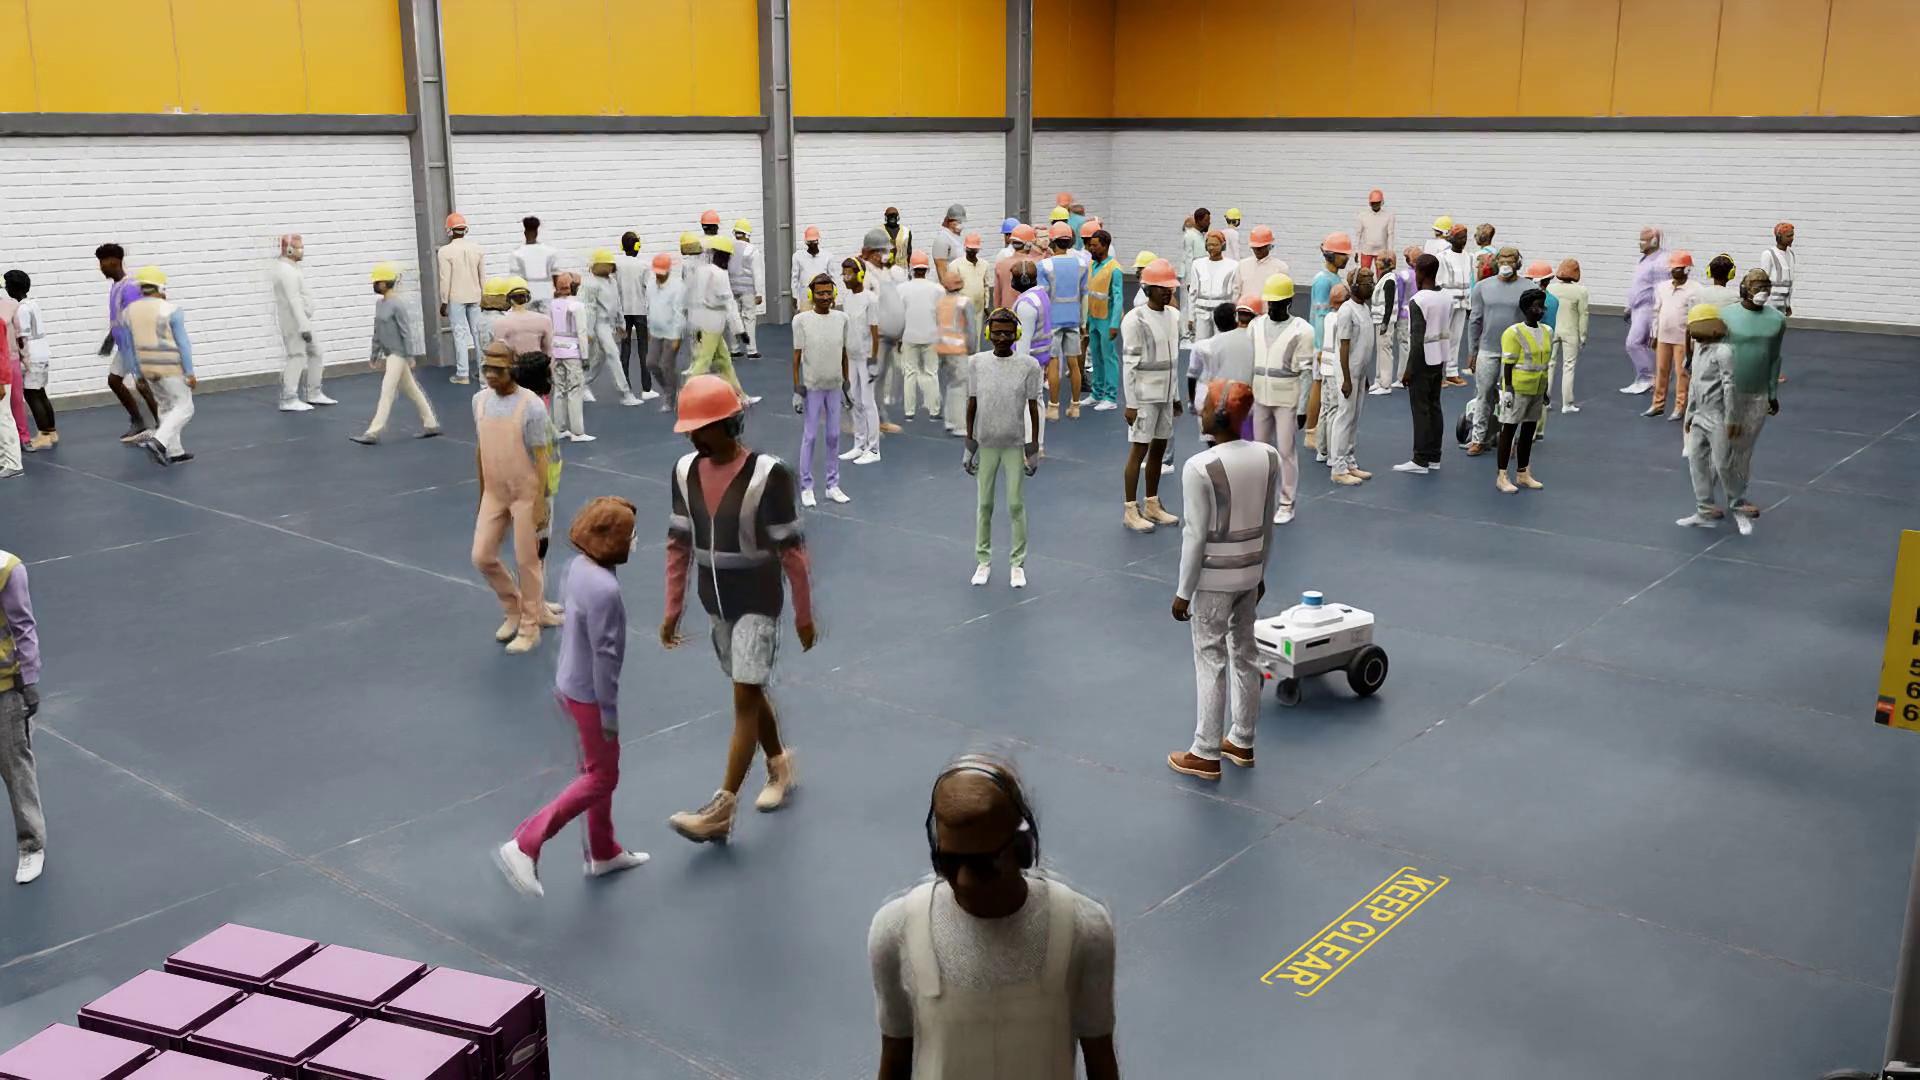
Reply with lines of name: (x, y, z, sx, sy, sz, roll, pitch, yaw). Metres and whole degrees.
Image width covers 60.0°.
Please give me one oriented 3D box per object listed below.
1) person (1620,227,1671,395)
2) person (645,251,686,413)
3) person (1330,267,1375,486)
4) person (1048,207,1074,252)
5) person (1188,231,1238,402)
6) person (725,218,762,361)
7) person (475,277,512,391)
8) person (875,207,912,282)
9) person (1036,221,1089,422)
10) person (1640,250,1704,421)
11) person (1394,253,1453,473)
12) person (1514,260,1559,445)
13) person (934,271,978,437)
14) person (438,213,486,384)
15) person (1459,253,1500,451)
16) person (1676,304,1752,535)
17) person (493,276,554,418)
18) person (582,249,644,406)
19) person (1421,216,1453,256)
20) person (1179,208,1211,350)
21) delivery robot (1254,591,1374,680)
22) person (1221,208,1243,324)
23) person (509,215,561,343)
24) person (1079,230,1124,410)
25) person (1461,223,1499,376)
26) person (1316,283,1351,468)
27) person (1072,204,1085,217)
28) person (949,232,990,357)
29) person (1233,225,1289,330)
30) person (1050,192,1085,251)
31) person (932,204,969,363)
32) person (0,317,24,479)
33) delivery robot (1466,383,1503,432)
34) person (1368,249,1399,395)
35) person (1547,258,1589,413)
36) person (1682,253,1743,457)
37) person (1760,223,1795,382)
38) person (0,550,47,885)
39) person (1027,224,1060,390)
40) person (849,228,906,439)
person: (7.716, -2.581, 18.788, 0.429, 1.894, 0.651, 1, 14, 5)
person: (-3.134, -2.192, 17.591, 0.579, 1.720, 0.383, 9, 17, 33)
person: (3.355, -1.393, 14.139, 0.345, 1.846, 0.507, 8, 16, 29)
person: (1.357, -3.525, 22.491, 0.366, 1.926, 0.593, 4, 14, 14)
person: (2.772, -2.435, 18.226, 0.580, 1.883, 0.352, 6, 15, 23)
person: (-2.813, -3.244, 21.580, 0.593, 1.825, 0.403, 8, 16, 29)
person: (-3.981, -1.401, 14.402, 0.483, 1.736, 0.342, 12, 19, 40)
person: (-0.988, -3.929, 24.279, 0.626, 1.844, 0.429, -4, 14, -14)
person: (1.023, -2.241, 17.124, 0.610, 2.043, 0.397, -6, 15, -22)
person: (7.375, -2.107, 17.174, 0.342, 1.751, 0.564, -8, 16, -30)
person: (4.099, -1.543, 14.590, 0.373, 1.915, 0.594, 13, 19, 42)
person: (5.475, -1.785, 15.887, 0.329, 1.750, 0.573, 11, 18, 37)
person: (-0.056, -1.837, 16.385, 0.462, 1.609, 0.542, -14, 19, -43)
person: (-5.882, -2.850, 19.655, 0.397, 1.992, 0.623, 11, 18, 38)
person: (4.953, -1.756, 15.585, 0.372, 1.843, 0.571, 9, 16, 31)
person: (5.721, -0.913, 12.513, 0.575, 1.698, 0.574, -1, 14, -5)
person: (-3.714, -1.362, 14.192, 0.524, 1.759, 0.328, -10, 17, -36)
person: (-3.886, -2.328, 18.163, 0.900, 1.701, 0.496, 5, 15, 19)
person: (6.334, -3.350, 21.978, 0.403, 1.835, 0.588, -6, 15, -21)
person: (3.199, -3.552, 22.643, 0.384, 1.910, 0.594, 9, 17, 32)
delivery robot: (1.879, 0.520, 8.921, 0.707, 0.478, 0.477, -10, 17, -34)
person: (4.141, -4.175, 25.418, 0.312, 1.768, 0.522, -5, 15, -19)
person: (-5.144, -2.955, 20.187, 0.645, 1.943, 0.659, -5, 15, -20)
person: (1.538, -2.355, 17.837, 0.399, 1.918, 0.589, -7, 16, -26)
person: (6.354, -2.916, 20.223, 0.345, 1.845, 0.505, 13, 19, 41)
person: (3.373, -1.467, 14.848, 0.310, 1.641, 0.514, -2, 14, -7)
person: (2.107, -5.096, 29.372, 0.312, 1.634, 0.514, 3, 14, 10)
person: (0.130, -2.819, 20.022, 0.561, 1.750, 0.331, -9, 16, -31)
person: (3.130, -2.300, 17.471, 0.611, 1.988, 0.391, 9, 17, 32)
person: (1.734, -4.564, 26.548, 0.651, 1.969, 0.645, 8, 16, 28)
person: (-0.030, -3.251, 21.165, 0.537, 2.000, 0.682, 7, 16, 25)
person: (-8.417, -1.402, 14.392, 0.576, 1.737, 0.355, 12, 18, 39)
delivery robot: (5.157, -1.278, 16.103, 0.477, 0.478, 0.707, 9, 16, 31)
person: (4.795, -2.463, 18.825, 0.310, 1.642, 0.514, 1, 14, 5)
person: (6.405, -2.165, 17.651, 0.501, 1.633, 0.276, 12, 18, 39)
person: (6.868, -1.668, 15.176, 0.518, 1.876, 0.326, 11, 18, 38)
person: (9.646, -2.797, 19.672, 0.575, 1.883, 0.355, -10, 17, -34)
person: (-3.936, 0.587, 6.638, 0.513, 1.642, 0.313, -1, 14, -5)
person: (0.908, -2.637, 18.983, 0.642, 1.909, 0.408, -12, 19, -40)
person: (-0.789, -2.031, 16.288, 0.535, 2.000, 0.686, 5, 15, 17)
